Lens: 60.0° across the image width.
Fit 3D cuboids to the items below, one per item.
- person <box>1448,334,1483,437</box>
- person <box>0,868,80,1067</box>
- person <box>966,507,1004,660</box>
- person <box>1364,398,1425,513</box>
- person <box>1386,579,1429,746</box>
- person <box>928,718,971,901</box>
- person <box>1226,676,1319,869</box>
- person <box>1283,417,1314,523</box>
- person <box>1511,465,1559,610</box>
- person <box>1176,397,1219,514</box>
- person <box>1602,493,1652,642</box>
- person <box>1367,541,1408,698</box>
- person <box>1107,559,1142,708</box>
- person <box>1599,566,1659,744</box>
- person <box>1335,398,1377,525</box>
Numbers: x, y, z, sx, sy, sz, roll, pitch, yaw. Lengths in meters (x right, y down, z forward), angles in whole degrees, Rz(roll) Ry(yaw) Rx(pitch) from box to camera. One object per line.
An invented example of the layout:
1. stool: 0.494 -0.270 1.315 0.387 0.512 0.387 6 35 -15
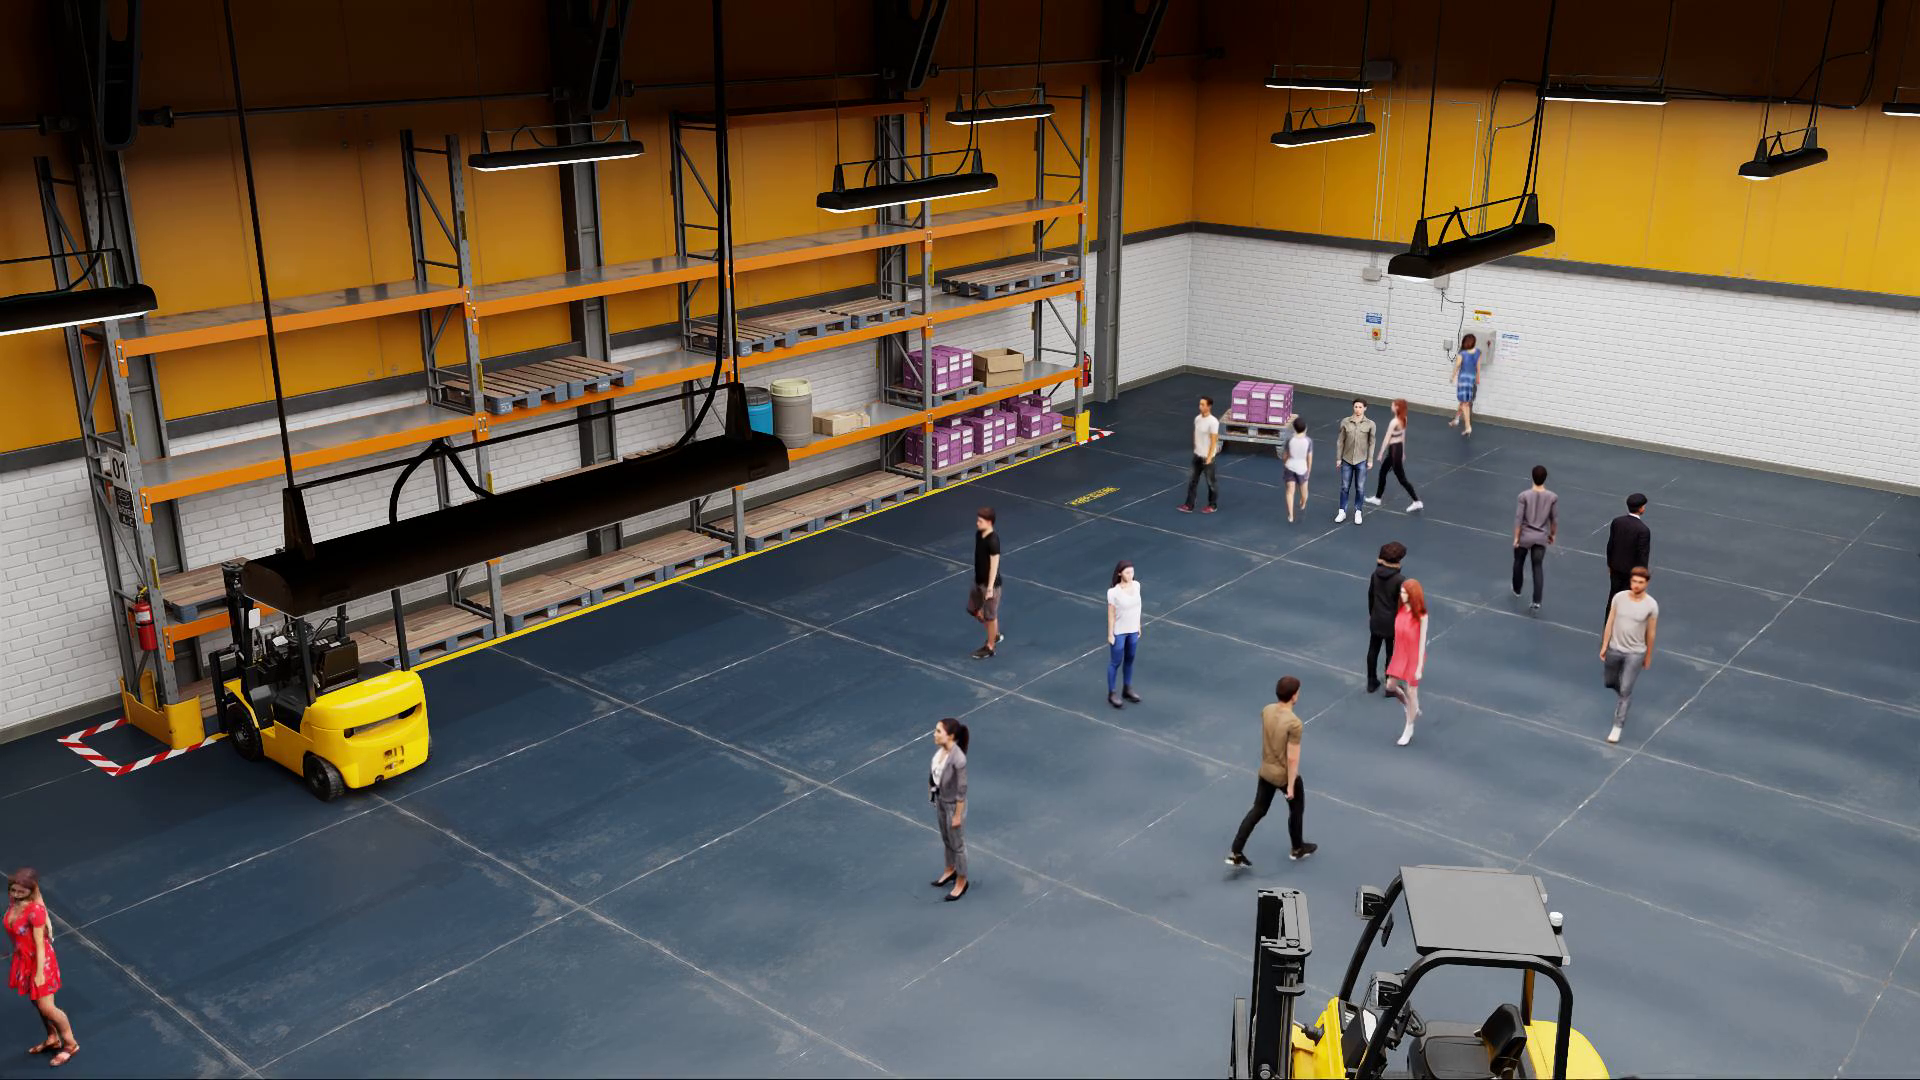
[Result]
1. person: 8.902 -2.673 29.041 1.022 1.775 0.952 -9 20 -24
2. person: -6.796 3.098 12.210 0.577 1.581 0.610 -11 21 -29
3. person: 0.397 0.484 19.538 0.837 1.857 0.823 -8 20 -23
4. person: 6.595 -1.233 24.880 0.681 1.701 1.132 13 23 34
5. person: 4.739 1.249 17.335 0.781 1.815 0.707 -14 23 -36
6. person: -0.071 2.309 14.401 0.720 1.677 0.713 -8 20 -23
7. person: 2.744 2.115 14.775 1.314 1.806 0.911 -12 22 -32
8. person: 4.952 -1.012 24.513 0.872 1.517 1.080 4 19 12
9. person: 7.270 -0.002 21.043 1.106 1.818 1.278 2 19 7
10. person: 3.712 -1.266 24.837 0.930 1.793 0.754 -14 23 -35
11. person: 7.974 0.342 19.921 0.697 1.881 0.770 -10 21 -27
12. person: 4.750 0.874 18.504 0.634 1.779 0.592 17 25 41
13. person: 1.786 1.010 18.252 0.530 1.681 0.699 -14 23 -36
14. person: 7.042 1.147 17.537 0.651 1.877 1.066 15 23 37
15. person: 5.814 -1.180 24.467 0.782 1.865 0.734 6 20 17
